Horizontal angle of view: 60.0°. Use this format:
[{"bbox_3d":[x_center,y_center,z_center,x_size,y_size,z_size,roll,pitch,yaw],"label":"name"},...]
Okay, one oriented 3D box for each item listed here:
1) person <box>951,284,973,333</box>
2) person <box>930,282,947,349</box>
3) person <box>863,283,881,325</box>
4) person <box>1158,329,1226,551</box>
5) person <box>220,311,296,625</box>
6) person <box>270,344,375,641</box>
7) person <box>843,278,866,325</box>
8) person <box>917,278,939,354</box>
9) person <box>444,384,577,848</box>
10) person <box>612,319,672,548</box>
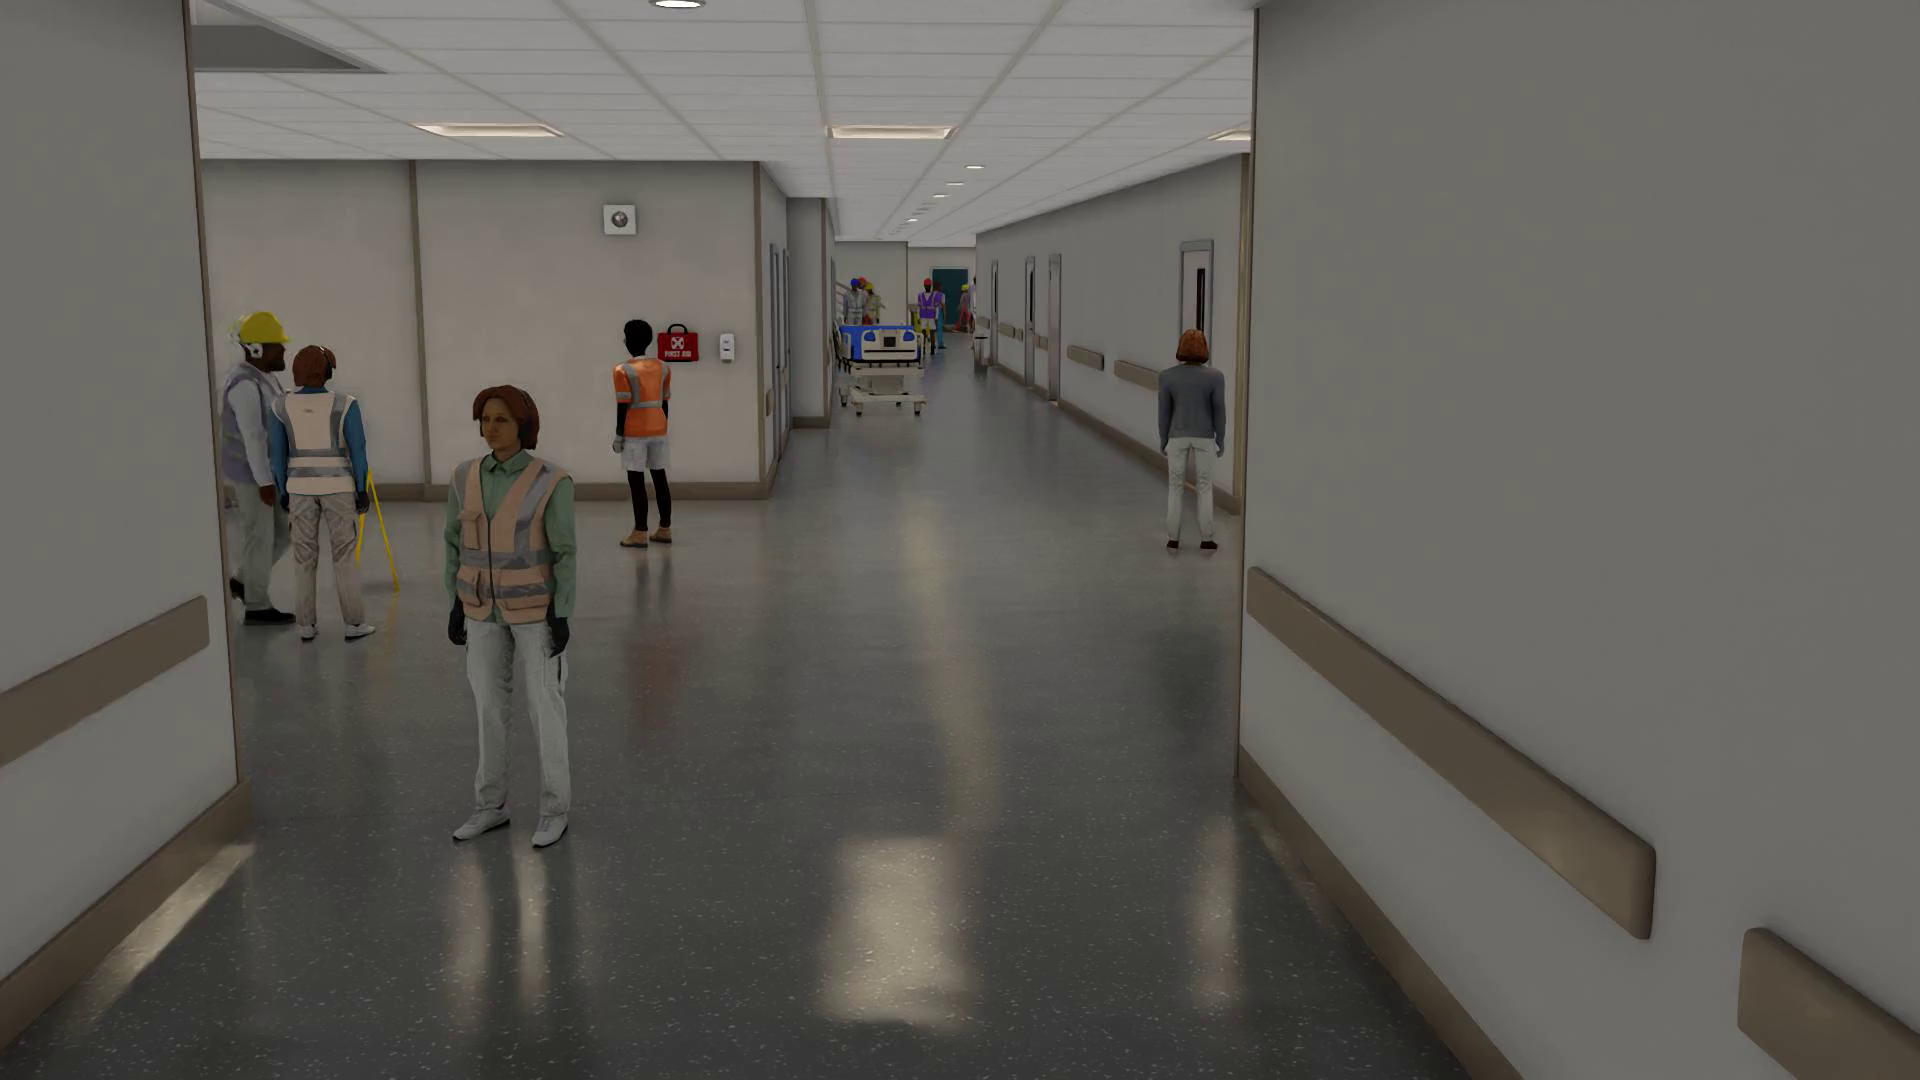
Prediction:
[{"bbox_3d":[0.111,-8.088,58.225,0.817,1.704,0.512,0,9,-3],"label":"person"},{"bbox_3d":[-0.642,-6.171,45.714,0.564,1.846,0.390,5,11,31],"label":"person"},{"bbox_3d":[-2.420,-6.055,45.076,0.585,1.824,0.405,5,10,29],"label":"person"},{"bbox_3d":[1.698,-0.727,12.197,0.499,1.633,0.286,2,9,14],"label":"person"},{"bbox_3d":[-4.017,-0.402,9.592,0.423,1.821,0.600,-1,9,-7],"label":"person"},{"bbox_3d":[-3.528,-0.254,9.202,0.514,1.642,0.311,0,9,-2],"label":"person"},{"bbox_3d":[-2.717,-5.771,42.878,0.616,1.945,0.404,-4,10,-24],"label":"person"},{"bbox_3d":[-0.827,-5.710,42.527,0.552,1.937,0.356,2,9,11],"label":"person"},{"bbox_3d":[-1.594,0.268,5.919,0.511,1.645,0.307,3,9,16],"label":"person"},{"bbox_3d":[-2.370,-0.791,12.399,0.318,1.695,0.539,7,11,36],"label":"person"}]
